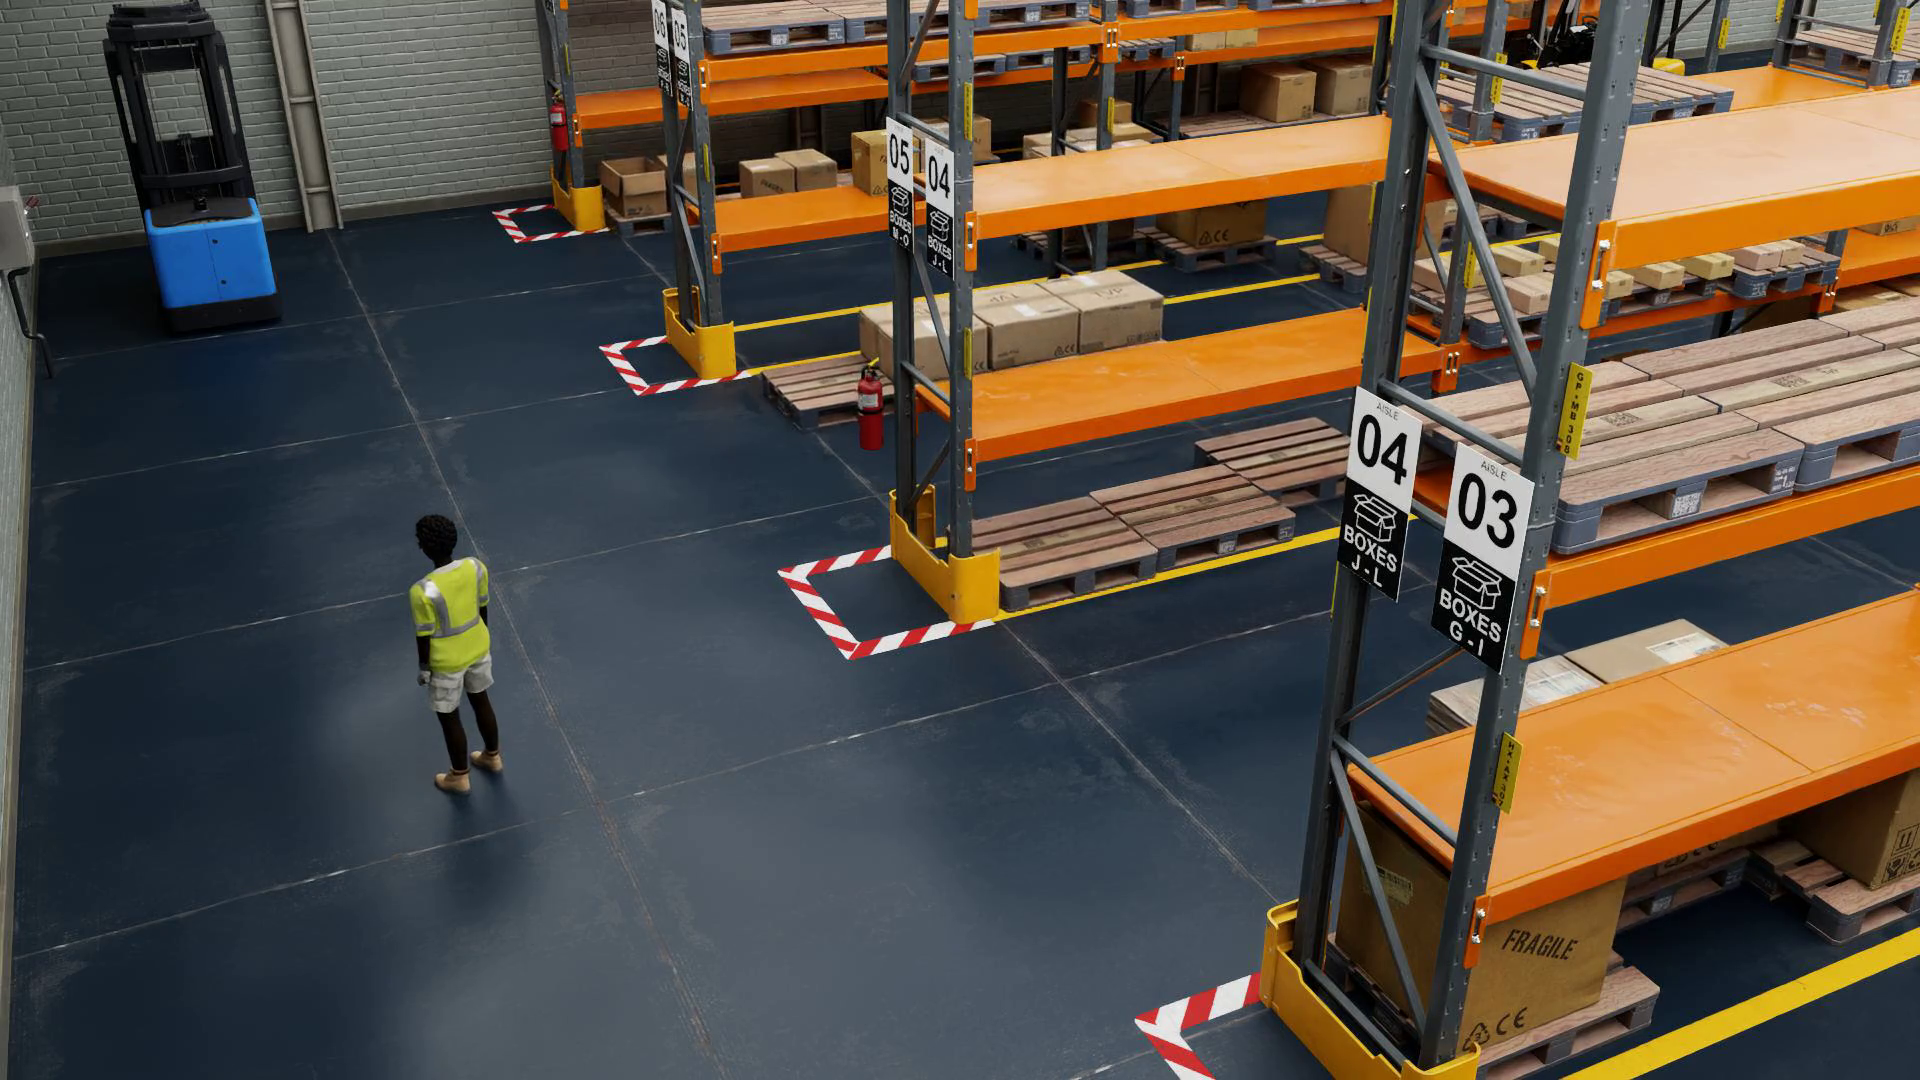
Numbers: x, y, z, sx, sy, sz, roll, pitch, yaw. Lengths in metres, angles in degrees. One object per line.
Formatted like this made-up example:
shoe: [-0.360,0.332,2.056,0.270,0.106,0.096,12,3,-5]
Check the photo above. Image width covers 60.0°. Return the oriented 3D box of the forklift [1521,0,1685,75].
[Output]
forklift: [8.950,-6.807,23.056,1.214,2.155,2.313,-12,30,-22]

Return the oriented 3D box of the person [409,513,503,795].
person: [-2.822,0.636,9.342,0.319,1.685,0.540,14,31,25]

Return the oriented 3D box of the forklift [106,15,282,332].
forklift: [-7.548,-3.672,16.323,1.129,2.768,1.873,-12,30,-22]
